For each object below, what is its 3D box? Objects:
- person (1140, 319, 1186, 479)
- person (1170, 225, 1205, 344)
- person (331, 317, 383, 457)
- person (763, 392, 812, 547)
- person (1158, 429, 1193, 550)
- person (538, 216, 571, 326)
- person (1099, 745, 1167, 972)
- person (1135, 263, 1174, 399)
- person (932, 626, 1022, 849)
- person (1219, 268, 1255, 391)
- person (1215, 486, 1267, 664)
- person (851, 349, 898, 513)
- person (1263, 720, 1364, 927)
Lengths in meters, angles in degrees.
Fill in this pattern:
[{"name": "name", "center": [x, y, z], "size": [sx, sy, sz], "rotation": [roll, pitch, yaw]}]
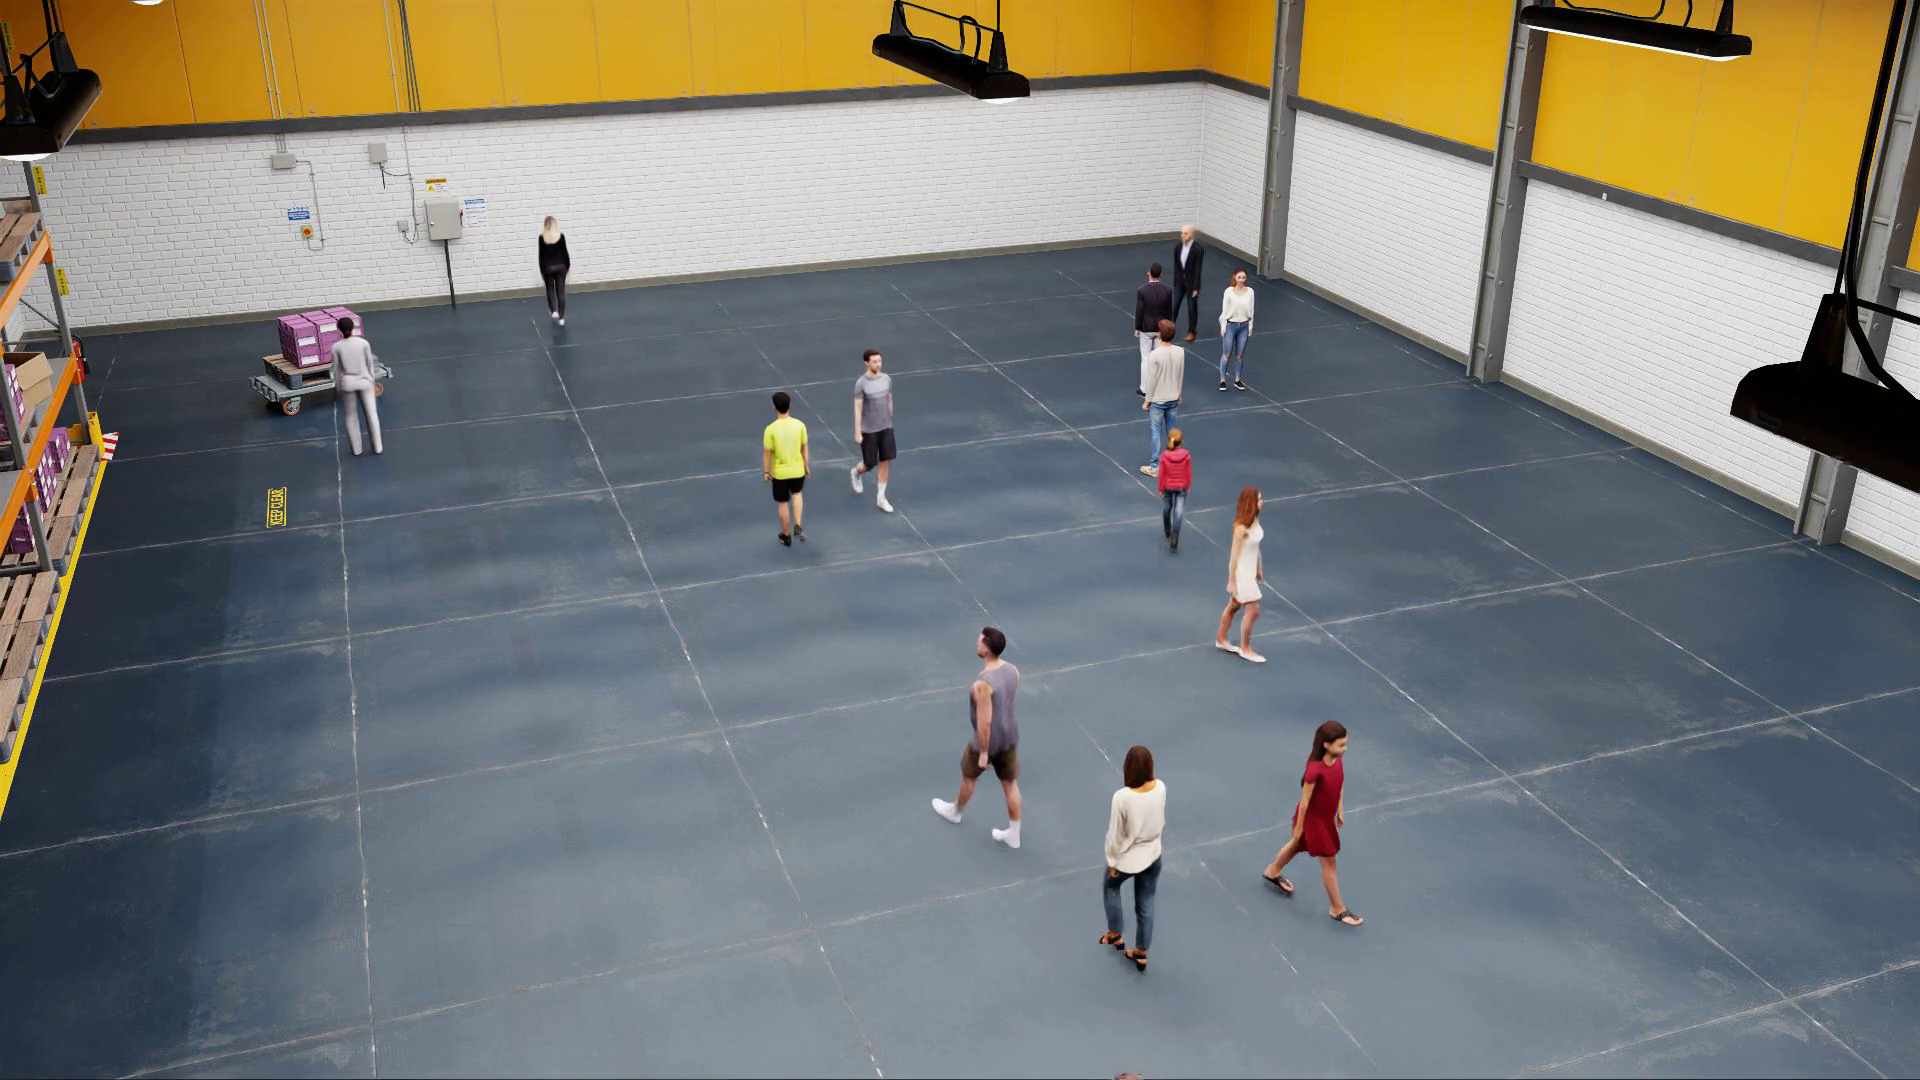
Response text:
[{"name": "person", "center": [2.417, -1.677, 19.691], "size": [0.672, 1.905, 0.592], "rotation": [-10, 26, -22]}, {"name": "person", "center": [3.429, -3.806, 24.731], "size": [1.096, 1.769, 1.093], "rotation": [15, 28, 31]}, {"name": "person", "center": [-7.393, -1.891, 20.390], "size": [0.633, 1.736, 0.559], "rotation": [-8, 25, -17]}, {"name": "person", "center": [-1.822, -0.734, 17.795], "size": [0.633, 1.695, 0.602], "rotation": [-8, 25, -18]}, {"name": "person", "center": [2.304, -0.522, 17.817], "size": [0.787, 1.289, 0.983], "rotation": [3, 24, 7]}, {"name": "person", "center": [-6.229, -4.114, 25.568], "size": [0.663, 1.662, 0.906], "rotation": [-7, 24, -15]}, {"name": "person", "center": [1.219, 2.173, 11.180], "size": [0.657, 1.668, 0.685], "rotation": [-10, 26, -22]}, {"name": "person", "center": [2.600, -2.832, 22.409], "size": [0.708, 1.844, 0.639], "rotation": [-2, 24, -6]}, {"name": "person", "center": [0.327, 1.536, 12.591], "size": [1.162, 1.816, 0.947], "rotation": [20, 31, 39]}, {"name": "person", "center": [3.767, -2.889, 22.728], "size": [0.667, 1.693, 0.627], "rotation": [-2, 24, -5]}, {"name": "person", "center": [2.548, 0.295, 15.448], "size": [0.902, 1.691, 0.816], "rotation": [15, 28, 30]}, {"name": "person", "center": [-1.000, -1.279, 18.851], "size": [0.809, 1.849, 1.058], "rotation": [-15, 28, -31]}, {"name": "person", "center": [2.482, 1.953, 11.887], "size": [1.117, 1.505, 0.905], "rotation": [18, 30, 36]}]
